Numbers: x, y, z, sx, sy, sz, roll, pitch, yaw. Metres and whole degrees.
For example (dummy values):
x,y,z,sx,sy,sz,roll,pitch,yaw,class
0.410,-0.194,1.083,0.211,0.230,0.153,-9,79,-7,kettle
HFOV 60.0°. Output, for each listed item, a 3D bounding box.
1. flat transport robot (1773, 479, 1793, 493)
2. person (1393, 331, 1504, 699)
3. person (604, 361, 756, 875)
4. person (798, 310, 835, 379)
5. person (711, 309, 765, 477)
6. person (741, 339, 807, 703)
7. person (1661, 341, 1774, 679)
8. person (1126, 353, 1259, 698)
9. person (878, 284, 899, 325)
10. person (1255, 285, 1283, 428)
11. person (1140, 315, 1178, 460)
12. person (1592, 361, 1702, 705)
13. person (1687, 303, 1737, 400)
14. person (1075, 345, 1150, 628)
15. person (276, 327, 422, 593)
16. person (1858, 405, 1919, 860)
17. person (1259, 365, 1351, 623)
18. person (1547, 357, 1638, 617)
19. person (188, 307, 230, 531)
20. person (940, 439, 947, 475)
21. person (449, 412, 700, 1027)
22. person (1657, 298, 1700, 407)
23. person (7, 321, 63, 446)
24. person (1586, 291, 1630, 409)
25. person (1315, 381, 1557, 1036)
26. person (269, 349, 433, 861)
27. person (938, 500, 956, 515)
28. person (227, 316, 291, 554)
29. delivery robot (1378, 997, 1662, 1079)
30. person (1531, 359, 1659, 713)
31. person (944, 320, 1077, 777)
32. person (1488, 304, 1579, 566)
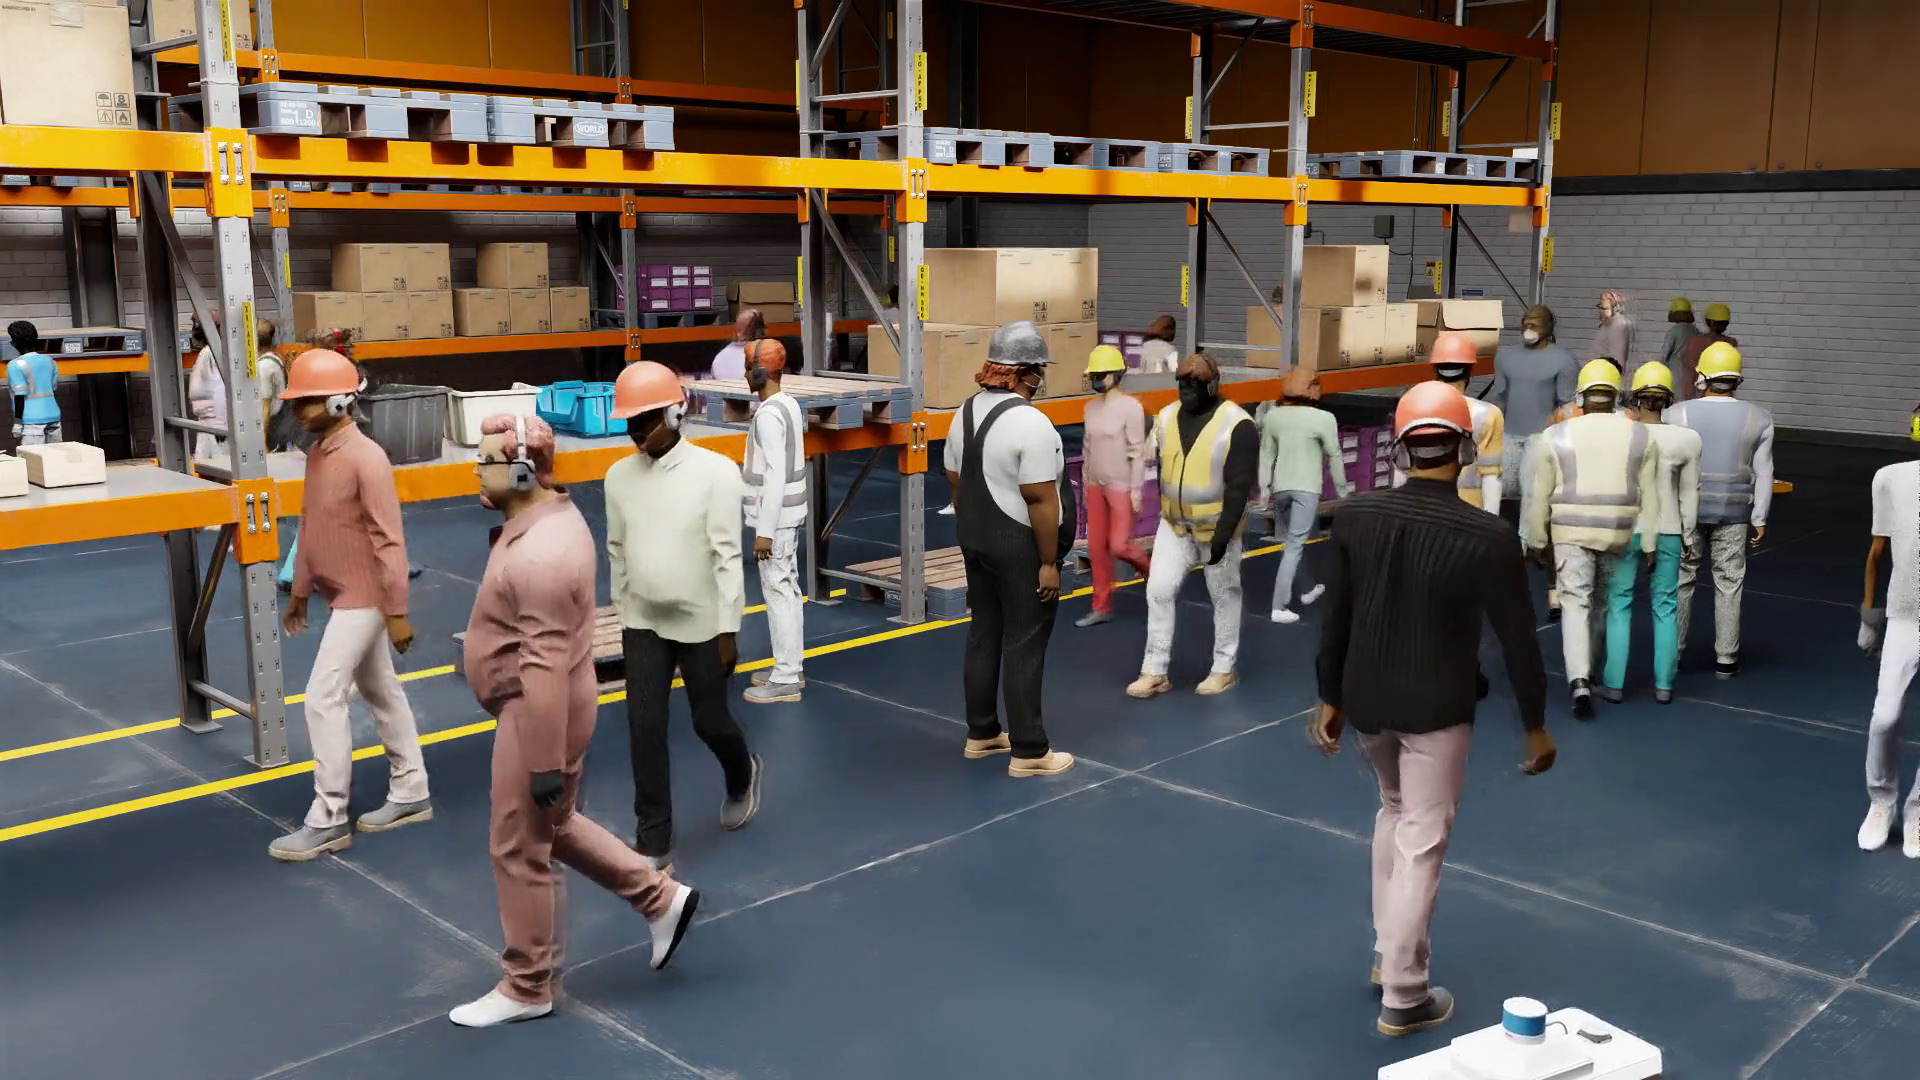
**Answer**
x,y,z,sx,sy,sz,roll,pitch,yaw,class
6.980,-0.580,15.635,1.431,0.197,0.652,-2,11,-9,flat transport robot
2.528,-0.109,8.548,0.578,1.920,0.653,6,12,32,person
-1.049,0.286,6.325,0.619,1.956,0.846,3,11,18,person
-1.744,-2.071,19.410,0.990,1.865,0.589,-10,14,-44,person
-1.602,-0.751,12.205,0.651,1.880,0.838,8,13,38,person
-0.965,-0.100,8.617,0.340,1.881,0.585,0,10,3,person
4.082,-0.158,9.056,0.600,1.836,0.404,4,11,22,person
1.212,-0.048,8.565,0.624,1.805,0.807,8,13,38,person
-0.801,-2.157,19.984,0.529,1.836,0.941,5,12,27,person
3.213,-1.559,16.475,0.506,1.918,0.643,-5,11,-25,person
2.020,-1.445,16.676,0.368,1.608,0.511,-6,12,-31,person
3.508,-0.031,8.561,0.528,1.767,0.329,1,10,8,person
7.314,-1.419,16.162,0.545,1.754,0.397,-1,10,-5,person
0.983,-0.331,10.235,0.528,1.749,0.538,-8,13,-38,person
-4.211,-0.539,11.258,0.999,1.796,0.579,-7,13,-34,person
3.731,0.334,6.365,0.518,1.851,0.493,6,12,30,person
2.181,-0.302,10.510,0.516,1.596,0.845,10,14,43,person
3.970,-0.332,10.535,0.537,1.654,0.887,8,13,38,person
-6.048,-0.981,13.585,0.432,1.830,0.627,-7,13,-34,person
0.030,-1.596,16.655,0.552,1.925,0.379,2,10,8,person
-1.212,0.544,5.080,0.684,1.890,0.650,-1,10,-8,person
7.960,-1.843,18.617,0.498,1.705,0.849,-6,12,-31,person
-7.810,-1.002,14.057,0.322,1.692,0.533,1,10,8,person
6.674,-1.614,17.009,1.015,1.848,0.656,4,11,22,person
1.464,0.508,5.079,0.643,1.967,0.658,-9,14,-41,person
-2.483,0.243,6.518,0.833,1.961,0.612,-7,13,-34,person
0.130,-1.189,14.510,0.793,1.906,0.597,-8,13,-37,person
-5.122,-0.782,12.553,0.889,1.816,0.514,-3,11,-15,person
1.361,1.357,4.043,0.707,0.478,0.477,-6,12,-29,delivery robot
3.244,-0.031,8.514,0.608,1.790,0.907,2,11,11,person
0.272,0.027,7.498,0.538,2.000,0.689,-7,12,-33,person
4.203,-0.767,12.171,0.751,1.921,0.634,-10,14,-43,person
